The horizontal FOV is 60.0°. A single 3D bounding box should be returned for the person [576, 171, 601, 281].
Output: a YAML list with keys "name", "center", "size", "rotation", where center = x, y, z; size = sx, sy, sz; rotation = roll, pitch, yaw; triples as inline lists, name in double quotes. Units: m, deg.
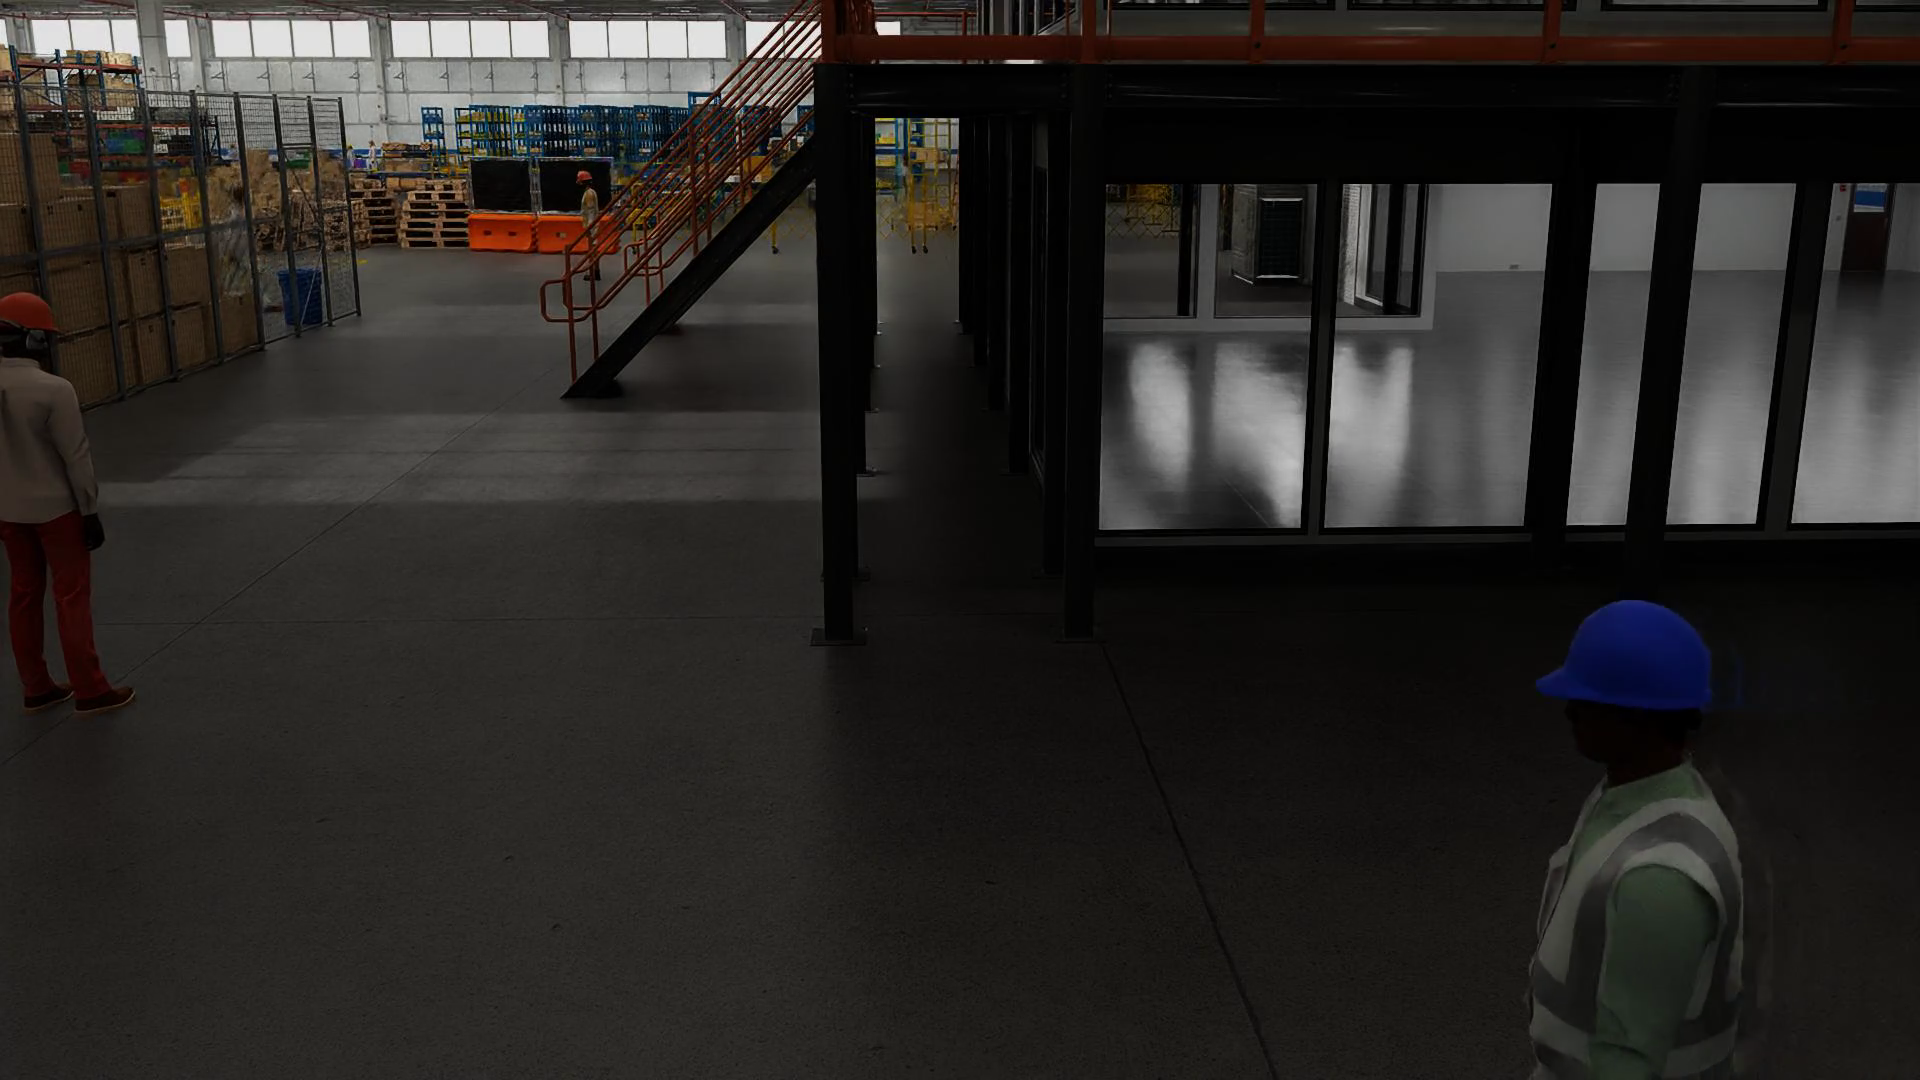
- name: "person"
  center: [-6.596, -5.579, 29.566]
  size: [0.381, 1.927, 0.542]
  rotation: [-2, 14, -8]

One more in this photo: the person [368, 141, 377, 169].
- name: "person"
  center: [-29.813, -19.296, 84.447]
  size: [0.407, 1.902, 0.639]
  rotation: [-4, 15, -17]

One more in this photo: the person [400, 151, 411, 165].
- name: "person"
  center: [-25.663, -17.461, 77.261]
  size: [0.594, 1.823, 0.594]
  rotation: [11, 18, 37]

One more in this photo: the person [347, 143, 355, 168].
- name: "person"
  center: [-32.306, -20.136, 88.137]
  size: [0.502, 1.741, 0.334]
  rotation: [-8, 16, -30]

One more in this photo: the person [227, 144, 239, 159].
- name: "person"
  center: [-38.099, -19.877, 87.108]
  size: [0.778, 1.719, 0.596]
  rotation: [13, 19, 42]

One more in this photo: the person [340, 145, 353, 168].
- name: "person"
  center: [-27.428, -16.760, 74.442]
  size: [0.602, 1.830, 0.404]
  rotation: [2, 14, 6]

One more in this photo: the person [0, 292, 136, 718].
- name: "person"
  center: [-4.255, -0.149, 7.732]
  size: [0.610, 1.990, 0.389]
  rotation: [3, 14, 13]

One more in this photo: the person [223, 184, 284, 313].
- name: "person"
  center: [-10.545, -4.261, 24.407]
  size: [1.082, 1.887, 0.644]
  rotation: [-4, 14, -14]

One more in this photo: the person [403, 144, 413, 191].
- name: "person"
  center: [-22.373, -15.066, 67.438]
  size: [0.405, 1.947, 0.607]
  rotation: [-8, 16, -30]

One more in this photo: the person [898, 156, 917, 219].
- name: "person"
  center: [-1.471, -10.321, 48.746]
  size: [0.992, 1.813, 0.554]
  rotation: [11, 18, 38]

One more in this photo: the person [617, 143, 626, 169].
- name: "person"
  center: [-17.257, -19.326, 84.753]
  size: [0.490, 1.813, 0.602]
  rotation: [7, 16, 25]

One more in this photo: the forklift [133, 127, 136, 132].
- name: "forklift"
  center: [-37.972, -18.086, 77.620]
  size: [1.129, 2.768, 1.873]
  rotation: [-5, 15, -19]

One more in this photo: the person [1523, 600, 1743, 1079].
- name: "person"
  center: [1.280, 1.039, 3.182]
  size: [0.990, 1.901, 0.625]
  rotation: [4, 14, 14]

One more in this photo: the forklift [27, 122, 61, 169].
- name: "forklift"
  center: [-35.376, -14.773, 64.377]
  size: [1.129, 2.768, 1.873]
  rotation: [-1, 14, -2]
